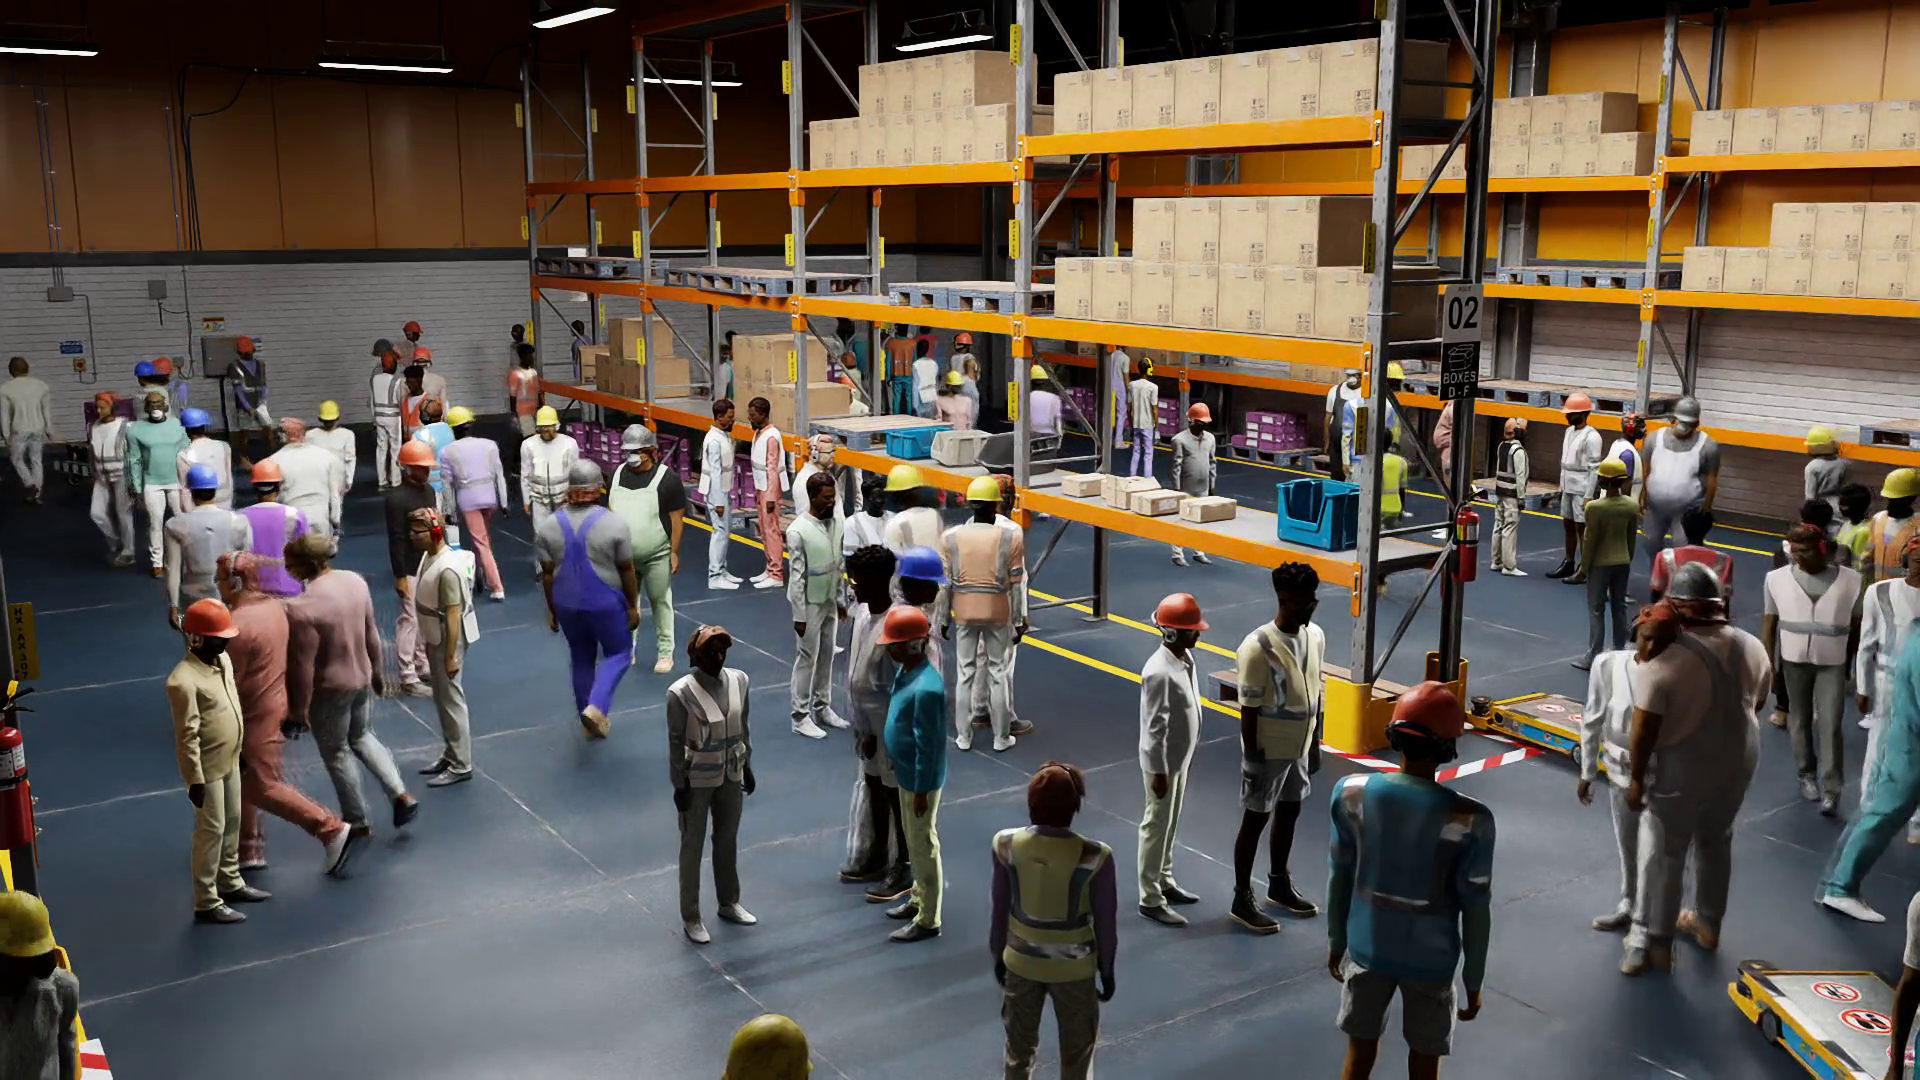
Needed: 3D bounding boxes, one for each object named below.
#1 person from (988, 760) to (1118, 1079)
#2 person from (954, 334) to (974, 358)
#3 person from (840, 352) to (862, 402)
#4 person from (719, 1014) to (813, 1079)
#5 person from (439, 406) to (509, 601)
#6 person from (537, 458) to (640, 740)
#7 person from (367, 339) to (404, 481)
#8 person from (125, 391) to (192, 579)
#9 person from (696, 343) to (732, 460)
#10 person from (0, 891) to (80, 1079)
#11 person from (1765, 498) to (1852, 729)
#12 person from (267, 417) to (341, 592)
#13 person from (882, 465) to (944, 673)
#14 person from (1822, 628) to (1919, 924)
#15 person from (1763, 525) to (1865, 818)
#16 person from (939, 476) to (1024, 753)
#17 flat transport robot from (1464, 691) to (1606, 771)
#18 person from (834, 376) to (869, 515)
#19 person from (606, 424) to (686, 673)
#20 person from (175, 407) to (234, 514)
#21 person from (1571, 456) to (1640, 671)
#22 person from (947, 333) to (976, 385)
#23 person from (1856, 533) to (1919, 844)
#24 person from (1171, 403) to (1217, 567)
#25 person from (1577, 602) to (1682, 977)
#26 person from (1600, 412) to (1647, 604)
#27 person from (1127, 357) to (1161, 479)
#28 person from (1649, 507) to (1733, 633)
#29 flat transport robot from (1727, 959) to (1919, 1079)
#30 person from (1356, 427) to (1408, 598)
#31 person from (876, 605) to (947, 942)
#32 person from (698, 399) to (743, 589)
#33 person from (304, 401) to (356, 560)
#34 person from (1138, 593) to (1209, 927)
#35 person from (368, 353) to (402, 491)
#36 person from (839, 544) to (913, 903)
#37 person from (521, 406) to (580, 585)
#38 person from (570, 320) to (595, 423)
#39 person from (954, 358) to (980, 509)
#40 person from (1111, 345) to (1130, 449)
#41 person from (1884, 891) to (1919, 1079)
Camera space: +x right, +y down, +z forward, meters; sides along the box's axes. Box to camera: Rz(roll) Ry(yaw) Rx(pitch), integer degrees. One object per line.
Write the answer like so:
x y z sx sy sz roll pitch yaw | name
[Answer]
0.351 1.657 6.434 0.519 1.631 0.314 4 12 22 | person
0.028 -2.280 25.976 0.309 1.864 0.535 8 14 36 | person
-1.681 -2.043 25.351 0.278 1.634 0.498 7 13 31 | person
-0.499 2.034 4.245 0.492 1.729 0.324 4 12 18 | person
-4.697 -0.355 16.114 0.937 1.872 0.596 10 15 42 | person
-2.595 0.425 11.675 0.695 2.000 0.647 3 11 14 | person
-7.983 -1.842 23.279 0.691 2.000 0.629 10 15 40 | person
-8.156 -0.565 17.039 0.628 1.932 0.371 -6 13 -28 | person
-3.692 -2.033 24.782 0.604 1.831 0.688 -7 13 -33 | person
-3.049 1.858 5.213 0.776 1.705 0.508 8 14 35 | person
6.116 0.537 12.011 0.537 1.685 0.334 3 11 13 | person
-5.998 -0.169 15.112 0.423 1.886 0.671 11 15 43 | person
-0.339 0.397 12.170 0.450 1.902 0.616 10 15 42 | person
5.049 1.131 8.555 1.004 1.854 0.663 8 14 37 | person
5.294 0.812 10.327 0.622 1.794 0.881 6 12 27 | person
0.150 0.518 11.504 0.591 1.921 0.382 2 11 9 | person
4.302 1.321 11.632 0.652 0.197 1.431 -6 13 -29 | flat transport robot
-1.384 -1.141 20.424 0.564 1.753 0.336 4 12 21 | person
-2.591 0.073 13.476 0.674 2.000 0.535 3 11 13 | person
-7.038 -0.293 15.651 0.734 1.928 0.624 6 13 28 | person
5.259 0.197 13.539 0.527 1.772 0.306 -4 12 -21 | person
0.052 -2.194 25.378 0.386 1.929 0.543 -10 15 -42 | person
5.612 0.869 9.842 0.567 1.879 0.352 4 12 20 | person
2.490 -0.584 17.609 0.568 1.743 0.351 -6 12 -27 | person
3.416 1.191 8.306 0.596 1.847 0.686 11 15 43 | person
6.351 -0.321 15.996 0.375 1.844 0.567 3 11 15 | person
2.412 -1.444 21.710 0.321 1.861 0.532 -11 15 -44 | person
5.194 0.577 11.874 0.543 1.646 0.870 4 12 21 | person
3.952 2.197 7.150 0.652 0.197 1.431 0 11 0 | flat transport robot
4.068 -0.285 16.259 0.534 1.673 0.554 -6 12 -26 | person
-0.252 1.184 8.562 0.353 1.741 0.566 -2 11 -12 | person
-2.395 -0.455 16.535 0.397 1.908 0.600 0 11 -2 | person
-6.824 -0.650 18.026 0.542 1.717 0.797 -5 12 -26 | person
1.130 1.133 8.786 0.338 1.752 0.565 5 12 23 | person
-7.661 -1.574 22.340 0.583 1.878 0.352 4 12 21 | person
-0.422 0.980 9.032 0.372 1.963 0.608 -6 12 -26 | person
-4.100 -0.445 16.701 0.592 1.823 0.406 -1 11 -7 | person
-6.461 -2.799 28.469 0.374 1.933 0.625 2 11 9 | person
0.070 -1.361 21.230 0.371 1.900 0.766 1 11 5 | person
2.529 -2.358 26.469 0.351 1.834 0.518 -7 13 -34 | person
3.285 1.753 5.382 0.515 1.843 0.326 9 14 38 | person
